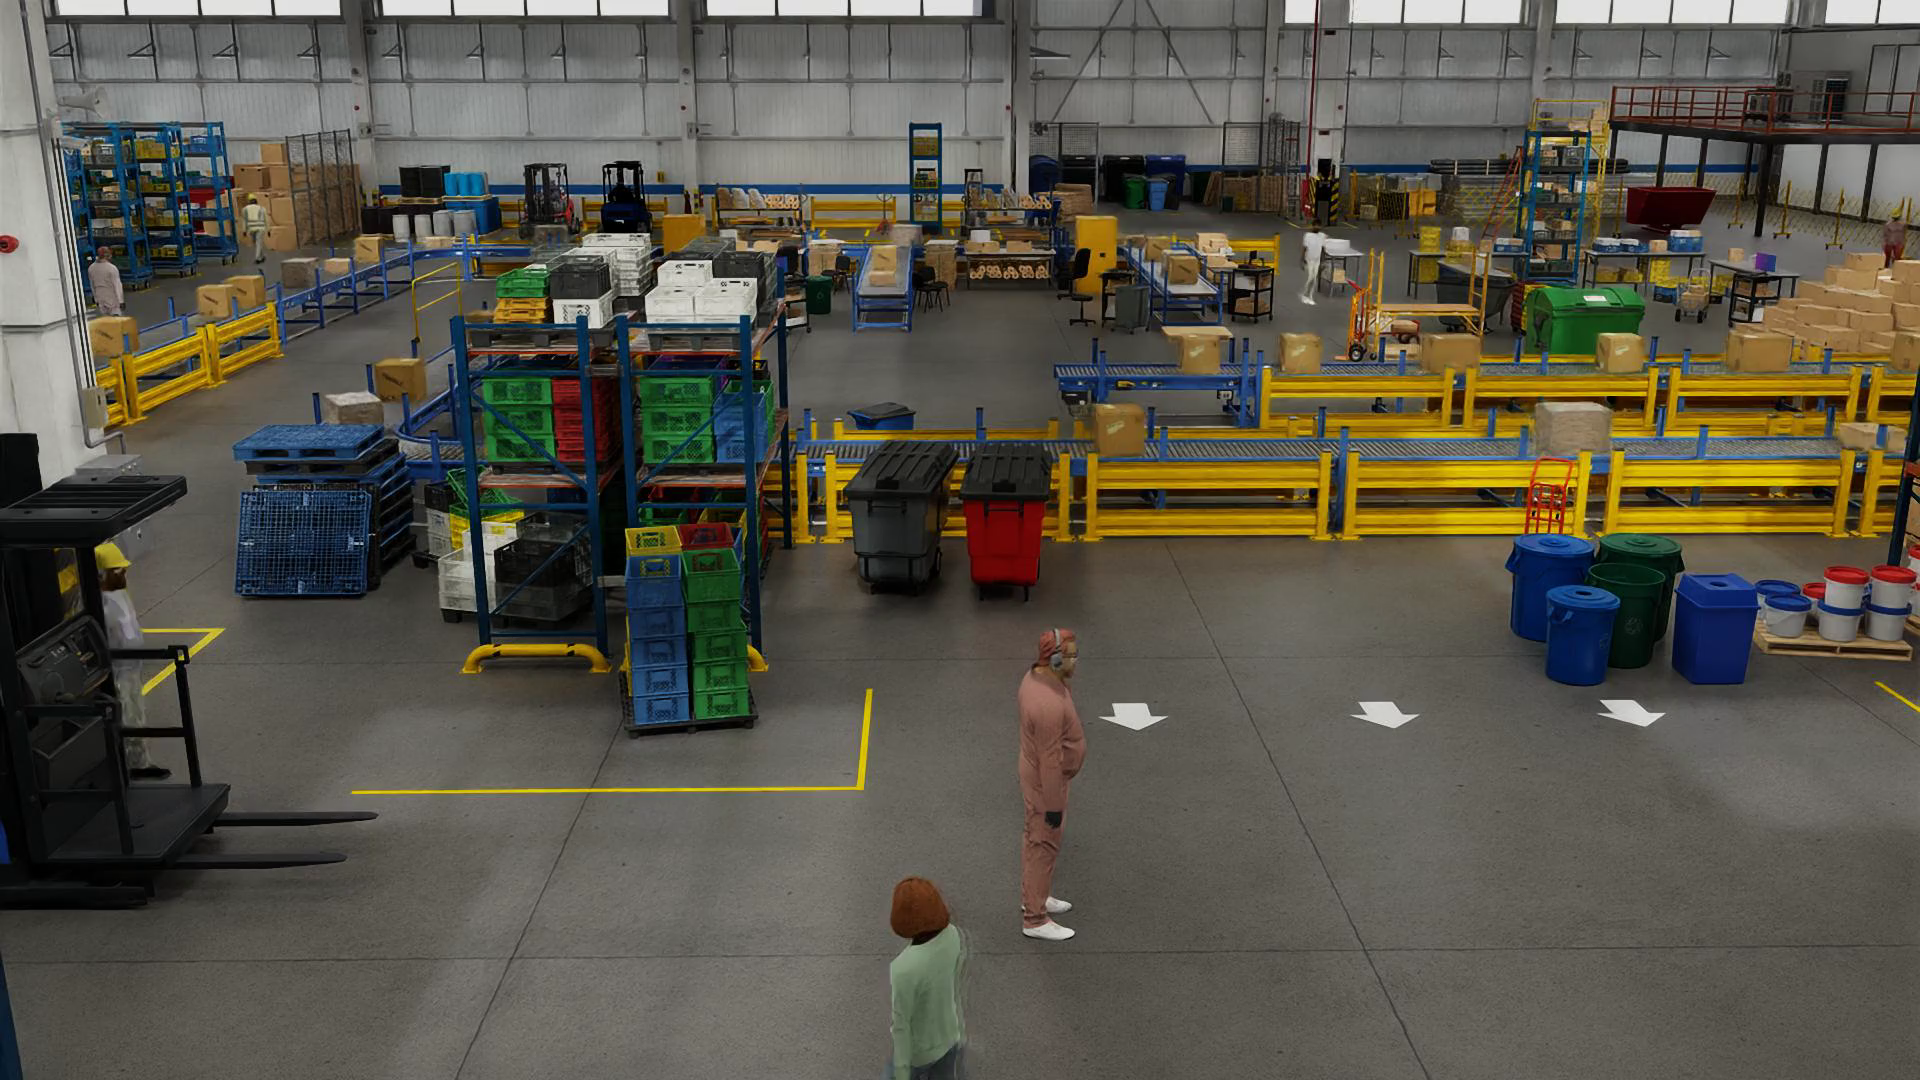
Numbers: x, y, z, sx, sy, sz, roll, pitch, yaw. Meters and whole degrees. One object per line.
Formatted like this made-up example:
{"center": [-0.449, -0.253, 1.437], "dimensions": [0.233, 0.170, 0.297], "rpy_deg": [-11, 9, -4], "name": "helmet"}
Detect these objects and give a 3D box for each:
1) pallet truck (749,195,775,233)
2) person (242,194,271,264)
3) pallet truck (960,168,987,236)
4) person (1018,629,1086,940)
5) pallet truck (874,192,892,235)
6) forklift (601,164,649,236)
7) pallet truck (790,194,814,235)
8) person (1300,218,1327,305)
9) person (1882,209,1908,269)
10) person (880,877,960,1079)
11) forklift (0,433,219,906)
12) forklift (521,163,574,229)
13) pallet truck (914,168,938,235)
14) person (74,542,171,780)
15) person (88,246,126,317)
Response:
{"center": [-6.051, -9.967, 50.660], "dimensions": [0.680, 1.201, 1.601], "rpy_deg": [0, 16, -1], "name": "pallet truck"}
{"center": [-18.166, -8.023, 42.956], "dimensions": [0.619, 1.771, 0.916], "rpy_deg": [-2, 16, -8], "name": "person"}
{"center": [0.383, -10.230, 50.206], "dimensions": [0.823, 1.965, 1.885], "rpy_deg": [-1, 16, -3], "name": "pallet truck"}
{"center": [0.544, 1.433, 9.857], "dimensions": [0.400, 1.900, 0.636], "rpy_deg": [-1, 16, -3], "name": "person"}
{"center": [-2.277, -9.986, 50.594], "dimensions": [0.653, 1.274, 1.630], "rpy_deg": [0, 16, -1], "name": "pallet truck"}
{"center": [-9.948, -10.127, 49.296], "dimensions": [1.157, 1.987, 2.680], "rpy_deg": [-1, 16, -3], "name": "forklift"}
{"center": [-4.814, -9.883, 50.259], "dimensions": [0.704, 1.261, 1.522], "rpy_deg": [-1, 16, -3], "name": "pallet truck"}
{"center": [7.588, -5.959, 35.644], "dimensions": [0.495, 1.847, 0.432], "rpy_deg": [-6, 17, -19], "name": "person"}
{"center": [22.201, -7.012, 39.518], "dimensions": [0.569, 1.701, 0.853], "rpy_deg": [4, 16, 13], "name": "person"}
{"center": [-0.230, 2.251, 7.490], "dimensions": [0.583, 1.611, 0.533], "rpy_deg": [11, 19, 33], "name": "person"}
{"center": [-5.952, 0.780, 10.366], "dimensions": [1.873, 2.768, 1.129], "rpy_deg": [0, 16, -1], "name": "forklift"}
{"center": [-12.233, -10.122, 49.298], "dimensions": [1.157, 1.987, 2.680], "rpy_deg": [0, 16, -1], "name": "forklift"}
{"center": [-0.989, -10.316, 50.507], "dimensions": [0.823, 1.965, 1.885], "rpy_deg": [1, 16, 3], "name": "pallet truck"}
{"center": [-6.072, 0.896, 11.845], "dimensions": [0.561, 1.819, 0.606], "rpy_deg": [-1, 16, -4], "name": "person"}
{"center": [-15.180, -4.287, 29.721], "dimensions": [0.639, 1.903, 0.409], "rpy_deg": [5, 17, 18], "name": "person"}
